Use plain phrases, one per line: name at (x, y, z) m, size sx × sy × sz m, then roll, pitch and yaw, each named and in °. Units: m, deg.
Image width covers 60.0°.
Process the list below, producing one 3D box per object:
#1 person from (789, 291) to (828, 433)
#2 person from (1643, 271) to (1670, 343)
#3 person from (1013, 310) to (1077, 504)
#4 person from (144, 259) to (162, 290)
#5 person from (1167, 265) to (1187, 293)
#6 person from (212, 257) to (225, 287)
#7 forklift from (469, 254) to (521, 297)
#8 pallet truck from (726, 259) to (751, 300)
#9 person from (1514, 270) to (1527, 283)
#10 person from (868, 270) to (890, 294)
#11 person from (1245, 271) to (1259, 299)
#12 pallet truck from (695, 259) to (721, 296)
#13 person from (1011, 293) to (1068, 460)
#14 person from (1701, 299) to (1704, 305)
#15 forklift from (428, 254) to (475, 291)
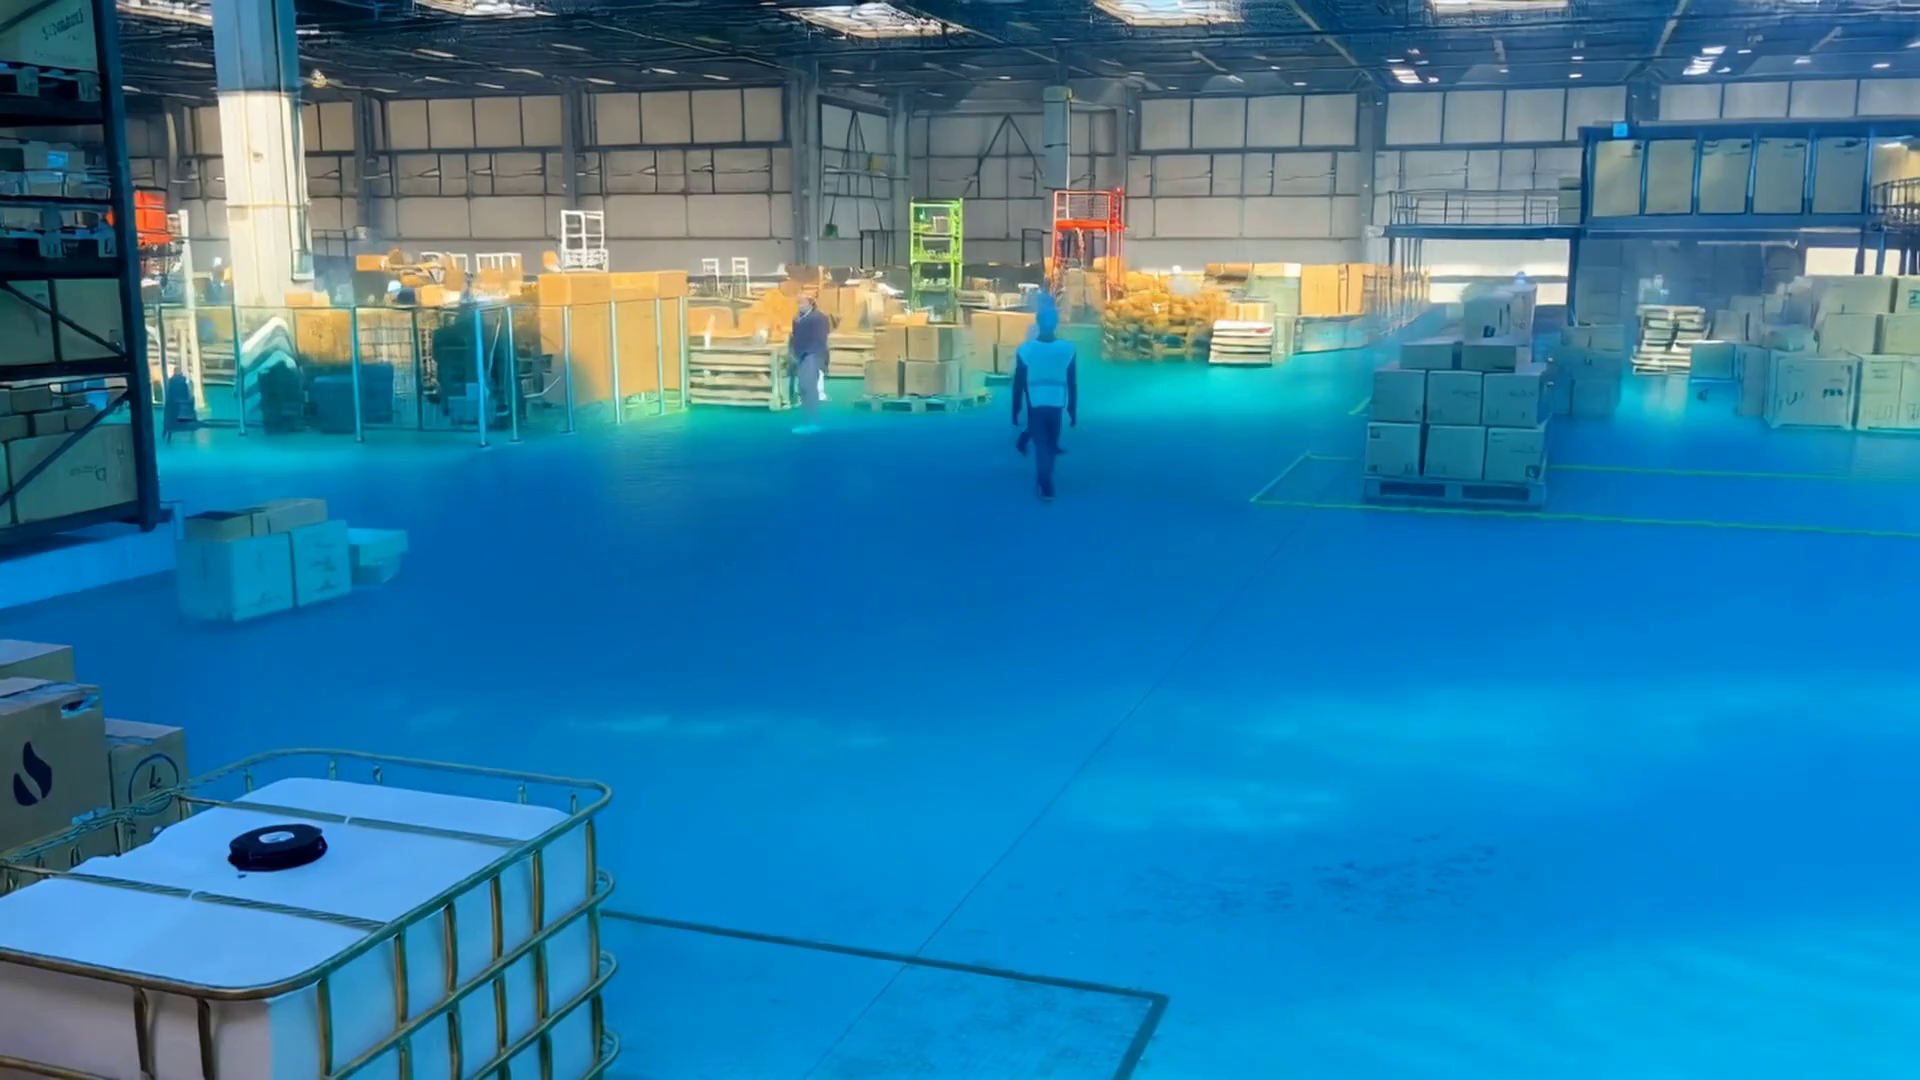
person at (-2.124, -2.377, 22.250) m, size 0.706 × 1.882 × 0.684 m, roll -6°, pitch 12°, yaw -32°
person at (15.224, -4.914, 36.442) m, size 0.575 × 1.920 × 0.403 m, roll 8°, pitch 13°, yaw 39°
person at (0.826, -1.320, 16.363) m, size 0.609 × 1.863 × 0.993 m, roll -2°, pitch 10°, yaw -10°
person at (-26.858, -8.328, 55.328) m, size 0.609 × 2.043 × 0.397 m, roll 2°, pitch 10°, yaw 10°
person at (5.829, -6.381, 44.559) m, size 0.632 × 1.975 × 0.758 m, roll 8°, pitch 13°, yaw 40°
person at (-30.348, -10.580, 68.152) m, size 0.622 × 1.992 × 0.396 m, roll 6°, pitch 12°, yaw 29°
forklift at (-17.990, -10.121, 64.684) m, size 1.157 × 1.987 × 2.680 m, roll 3°, pitch 11°, yaw 17°
pallet truck at (-7.986, -9.493, 62.019) m, size 0.823 × 1.965 × 1.885 m, roll 3°, pitch 11°, yaw 17°
person at (13.849, -5.748, 41.250) m, size 0.346 × 1.881 × 0.578 m, roll -6°, pitch 12°, yaw -30°
person at (-1.997, -5.598, 40.387) m, size 0.598 × 1.890 × 0.402 m, roll 0°, pitch 10°, yaw -2°
person at (9.610, -8.048, 54.849) m, size 1.005 × 1.645 × 0.494 m, roll 9°, pitch 14°, yaw 42°
pallet truck at (-9.165, -9.627, 62.776) m, size 0.823 × 1.965 × 1.885 m, roll 4°, pitch 11°, yaw 23°
person at (0.940, -1.883, 19.310) m, size 0.843 × 1.944 × 0.613 m, roll -6°, pitch 12°, yaw -32°
person at (22.883, -7.565, 51.421) m, size 0.426 × 1.889 × 0.680 m, roll 4°, pitch 11°, yaw 23°
forklift at (-20.133, -10.254, 65.465) m, size 1.157 × 1.987 × 2.680 m, roll 3°, pitch 11°, yaw 19°
